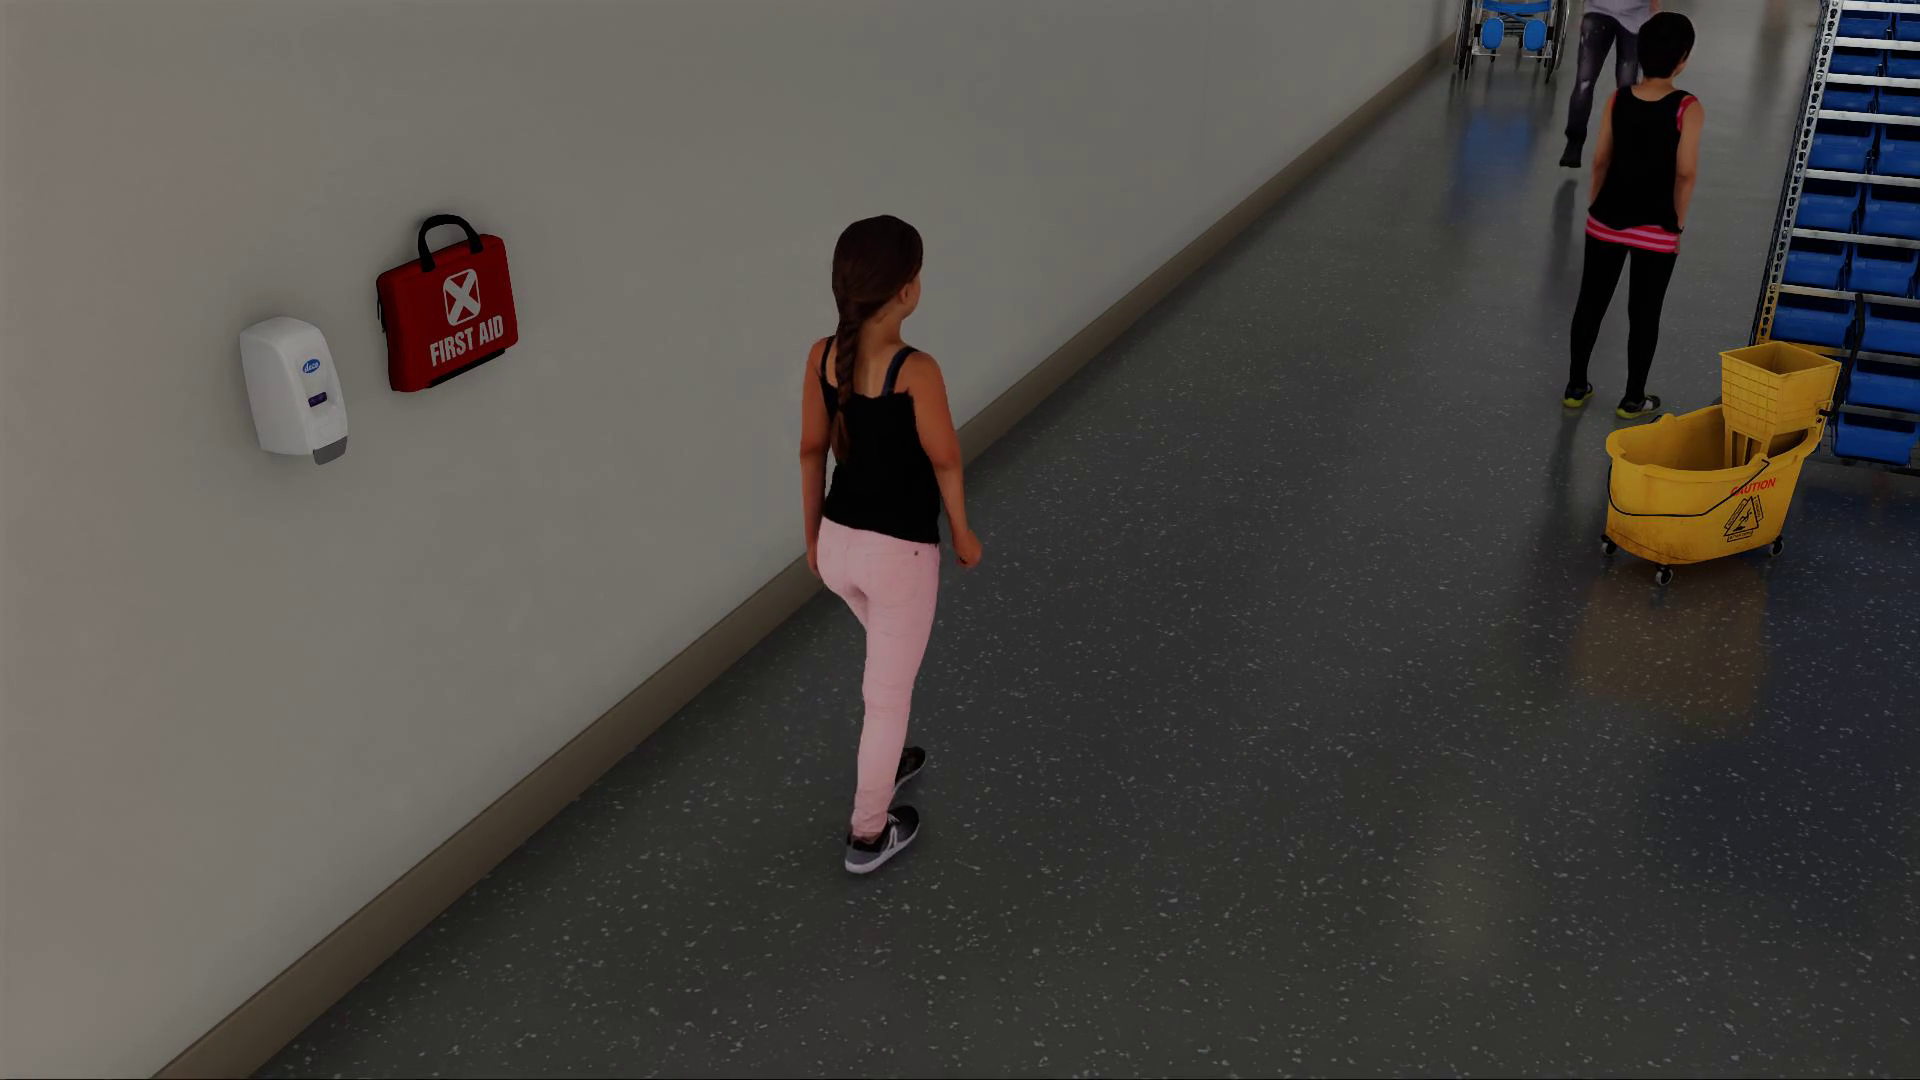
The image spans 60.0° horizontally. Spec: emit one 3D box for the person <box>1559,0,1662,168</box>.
[{"bbox_3d":[4.094,-3.214,10.268,1.167,1.786,0.829,15,30,28],"label":"person"}]

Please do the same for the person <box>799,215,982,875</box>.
[{"bbox_3d":[-0.219,0.067,3.743,0.682,1.545,0.644,18,31,33],"label":"person"}]

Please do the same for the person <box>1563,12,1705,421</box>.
[{"bbox_3d":[2.623,-1.249,6.464,0.533,1.552,0.657,22,33,38],"label":"person"}]
